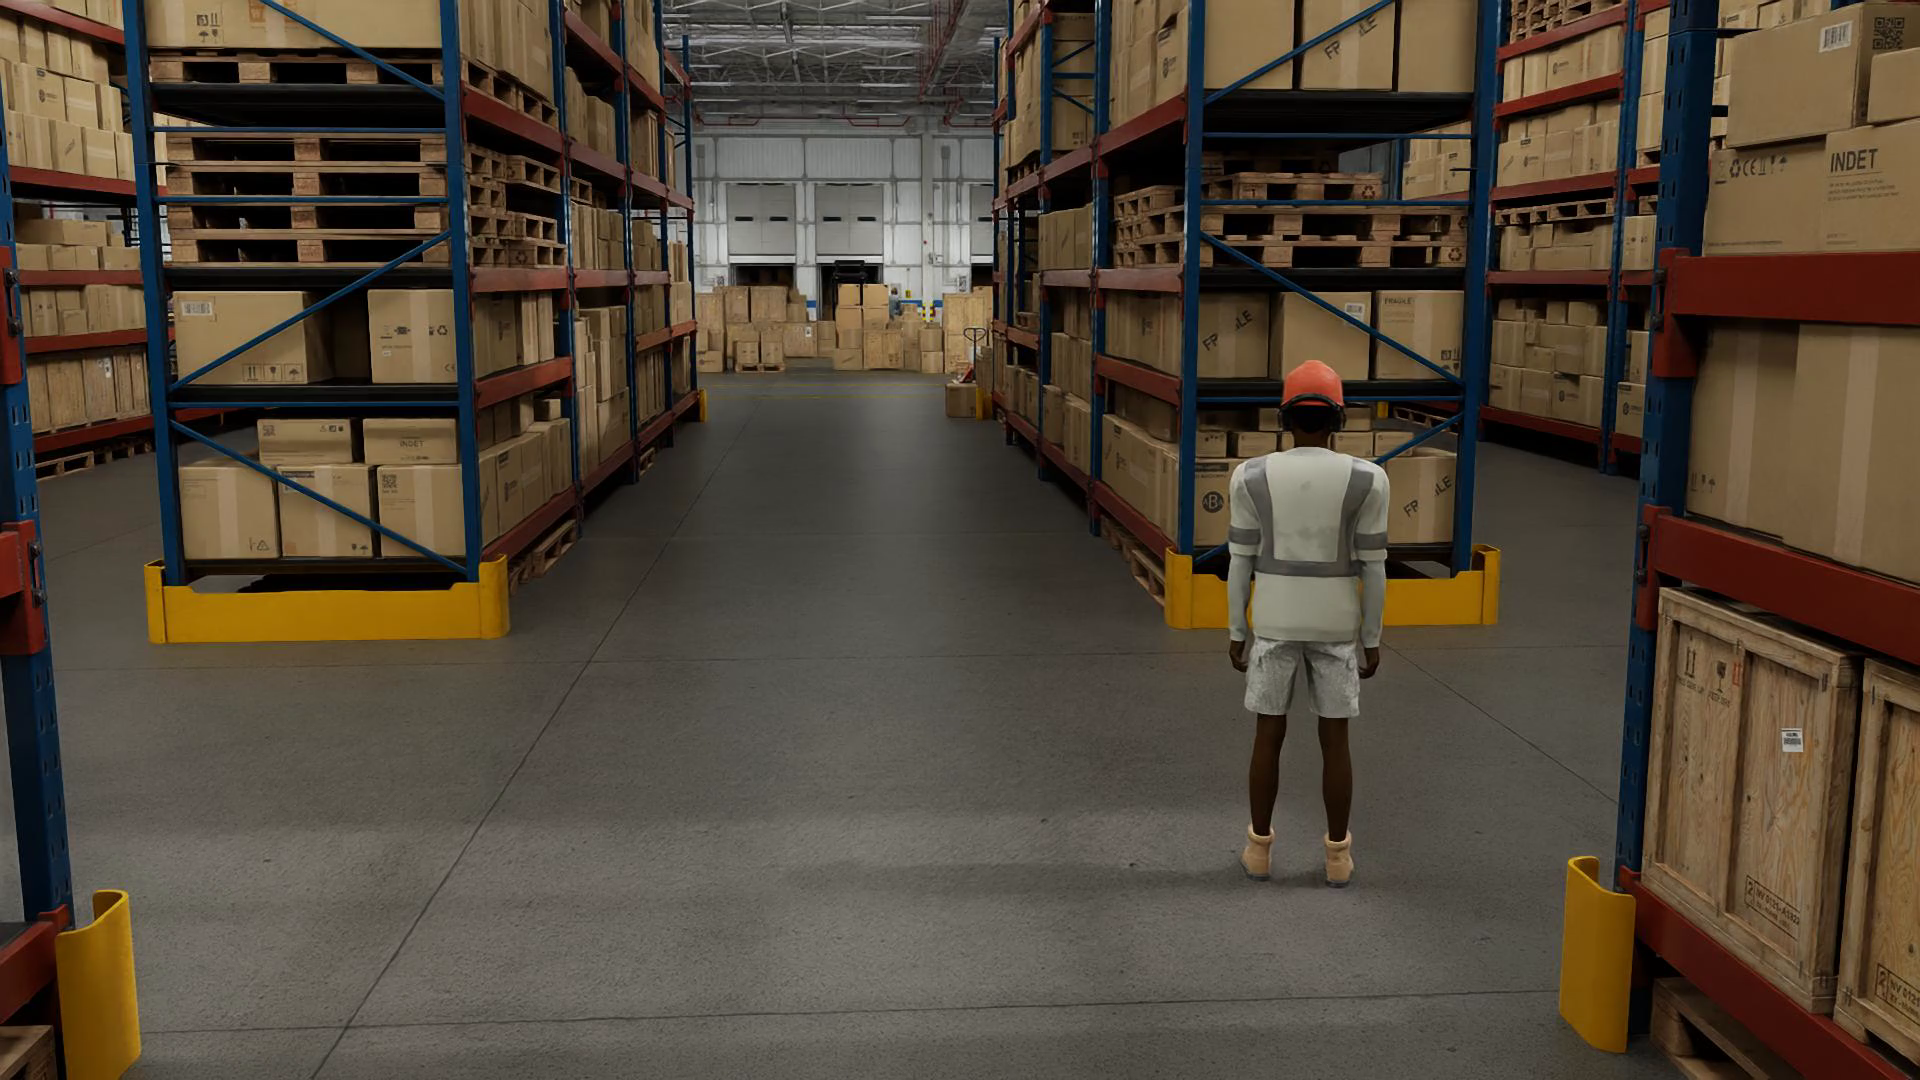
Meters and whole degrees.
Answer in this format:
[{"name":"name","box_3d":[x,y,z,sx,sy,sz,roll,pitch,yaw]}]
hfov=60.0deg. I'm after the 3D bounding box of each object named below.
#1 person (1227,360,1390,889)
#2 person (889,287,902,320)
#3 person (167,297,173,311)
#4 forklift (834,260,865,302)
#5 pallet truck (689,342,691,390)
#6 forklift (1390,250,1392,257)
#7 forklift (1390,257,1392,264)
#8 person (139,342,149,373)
[{"name":"person","box_3d":[1.340,0.323,6.462,0.605,2.036,0.410,2,9,14]},{"name":"person","box_3d":[-2.306,-7.829,57.981,0.634,1.930,0.384,3,10,20]},{"name":"person","box_3d":[-28.772,-8.277,61.147,0.817,1.809,0.656,5,11,31]},{"name":"forklift","box_3d":[-3.397,-7.252,51.369,1.129,2.768,1.873,-1,9,-4]},{"name":"pallet truck","box_3d":[-5.225,-3.008,27.480,1.885,1.965,0.823,2,9,14]},{"name":"forklift","box_3d":[7.940,-3.996,30.921,1.873,2.768,1.129,-4,10,-23]},{"name":"forklift","box_3d":[10.446,-5.612,41.072,1.873,2.768,1.129,-1,9,-4]},{"name":"person","box_3d":[-13.645,-3.086,27.979,0.614,1.993,0.395,-1,9,-6]}]
